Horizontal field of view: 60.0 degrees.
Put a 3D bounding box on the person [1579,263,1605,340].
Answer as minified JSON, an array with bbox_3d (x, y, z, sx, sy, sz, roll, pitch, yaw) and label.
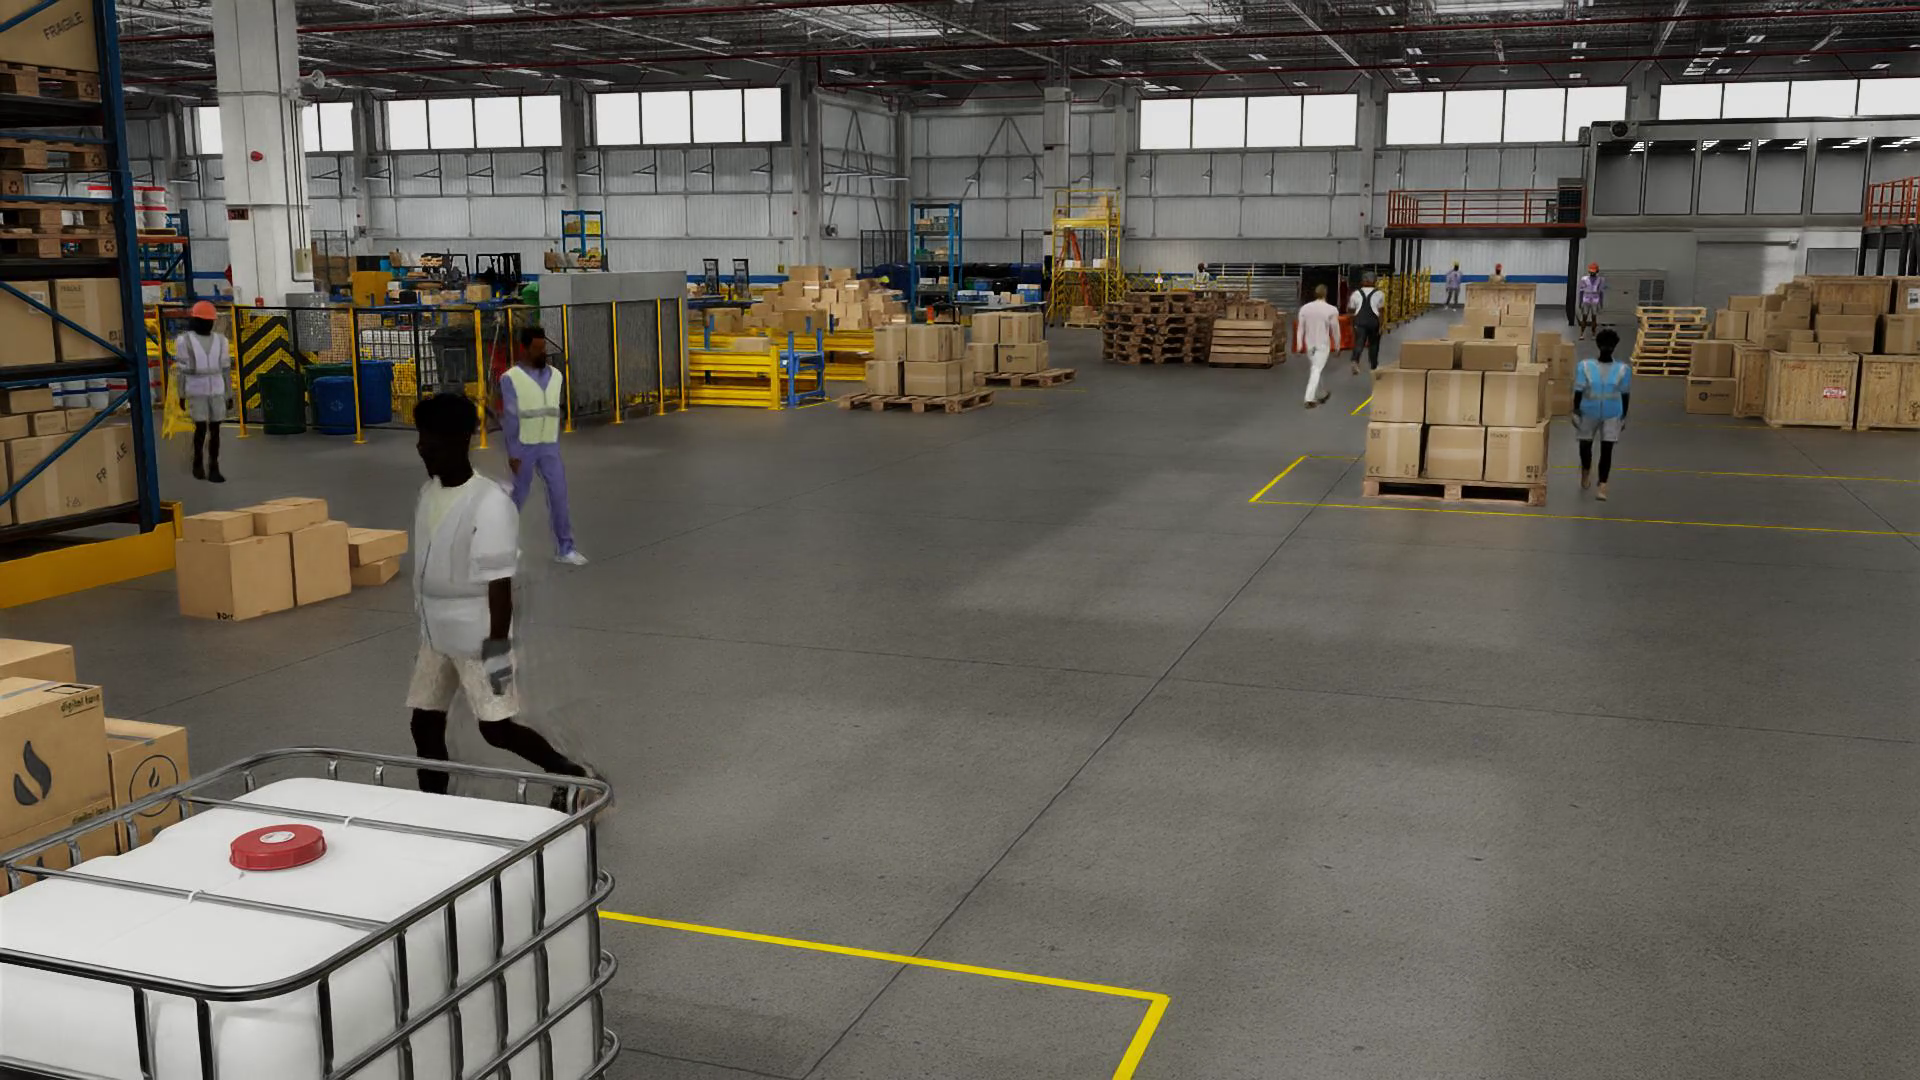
[{"bbox_3d":[16.589,-6.259,43.707,0.605,2.034,0.391,4,11,20],"label":"person"}]

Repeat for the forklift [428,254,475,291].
[{"bbox_3d":[-20.133,-10.254,65.465,1.157,1.987,2.680,3,11,19],"label":"forklift"}]

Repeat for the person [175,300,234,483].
[{"bbox_3d":[-7.915,-1.555,17.500,0.396,1.926,0.555,10,14,43],"label":"person"}]

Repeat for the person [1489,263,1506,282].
[{"bbox_3d":[17.415,-8.022,53.982,0.547,1.917,0.691,1,10,5],"label":"person"}]

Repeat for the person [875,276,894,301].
[{"bbox_3d":[-1.830,-5.542,40.437,0.524,1.754,0.441,-5,11,-24],"label":"person"}]

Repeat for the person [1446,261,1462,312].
[{"bbox_3d":[18.616,-9.574,62.725,0.610,1.905,0.577,-1,10,-4],"label":"person"}]

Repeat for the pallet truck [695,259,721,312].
[{"bbox_3d":[-9.165,-9.627,62.776,0.823,1.965,1.885,4,11,23],"label":"pallet truck"}]

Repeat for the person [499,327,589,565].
[{"bbox_3d":[-3.396,-0.757,13.192,1.004,1.873,0.610,8,13,37],"label":"person"}]

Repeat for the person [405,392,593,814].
[{"bbox_3d":[-1.941,0.356,6.740,0.621,1.935,0.902,8,13,39],"label":"person"}]

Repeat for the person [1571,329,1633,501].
[{"bbox_3d":[6.291,-1.227,16.318,0.552,1.684,0.360,3,11,19],"label":"person"}]

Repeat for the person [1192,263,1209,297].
[{"bbox_3d":[8.240,-8.546,57.007,0.573,1.883,0.354,4,11,20],"label":"person"}]

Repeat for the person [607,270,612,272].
[{"bbox_3d":[-8.873,-5.886,42.098,0.555,1.857,0.404,7,12,35],"label":"person"}]

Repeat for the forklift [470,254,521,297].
[{"bbox_3d":[-17.990,-10.121,64.684,1.157,1.987,2.680,3,11,17],"label":"forklift"}]

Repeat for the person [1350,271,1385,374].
[{"bbox_3d":[7.866,-4.213,32.162,0.687,2.000,0.889,6,11,29],"label":"person"}]

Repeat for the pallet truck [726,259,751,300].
[{"bbox_3d":[-7.986,-9.493,62.019,0.823,1.965,1.885,3,11,17],"label":"pallet truck"}]

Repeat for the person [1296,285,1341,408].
[{"bbox_3d":[5.572,-2.992,25.712,0.653,1.882,1.040,8,13,37],"label":"person"}]
